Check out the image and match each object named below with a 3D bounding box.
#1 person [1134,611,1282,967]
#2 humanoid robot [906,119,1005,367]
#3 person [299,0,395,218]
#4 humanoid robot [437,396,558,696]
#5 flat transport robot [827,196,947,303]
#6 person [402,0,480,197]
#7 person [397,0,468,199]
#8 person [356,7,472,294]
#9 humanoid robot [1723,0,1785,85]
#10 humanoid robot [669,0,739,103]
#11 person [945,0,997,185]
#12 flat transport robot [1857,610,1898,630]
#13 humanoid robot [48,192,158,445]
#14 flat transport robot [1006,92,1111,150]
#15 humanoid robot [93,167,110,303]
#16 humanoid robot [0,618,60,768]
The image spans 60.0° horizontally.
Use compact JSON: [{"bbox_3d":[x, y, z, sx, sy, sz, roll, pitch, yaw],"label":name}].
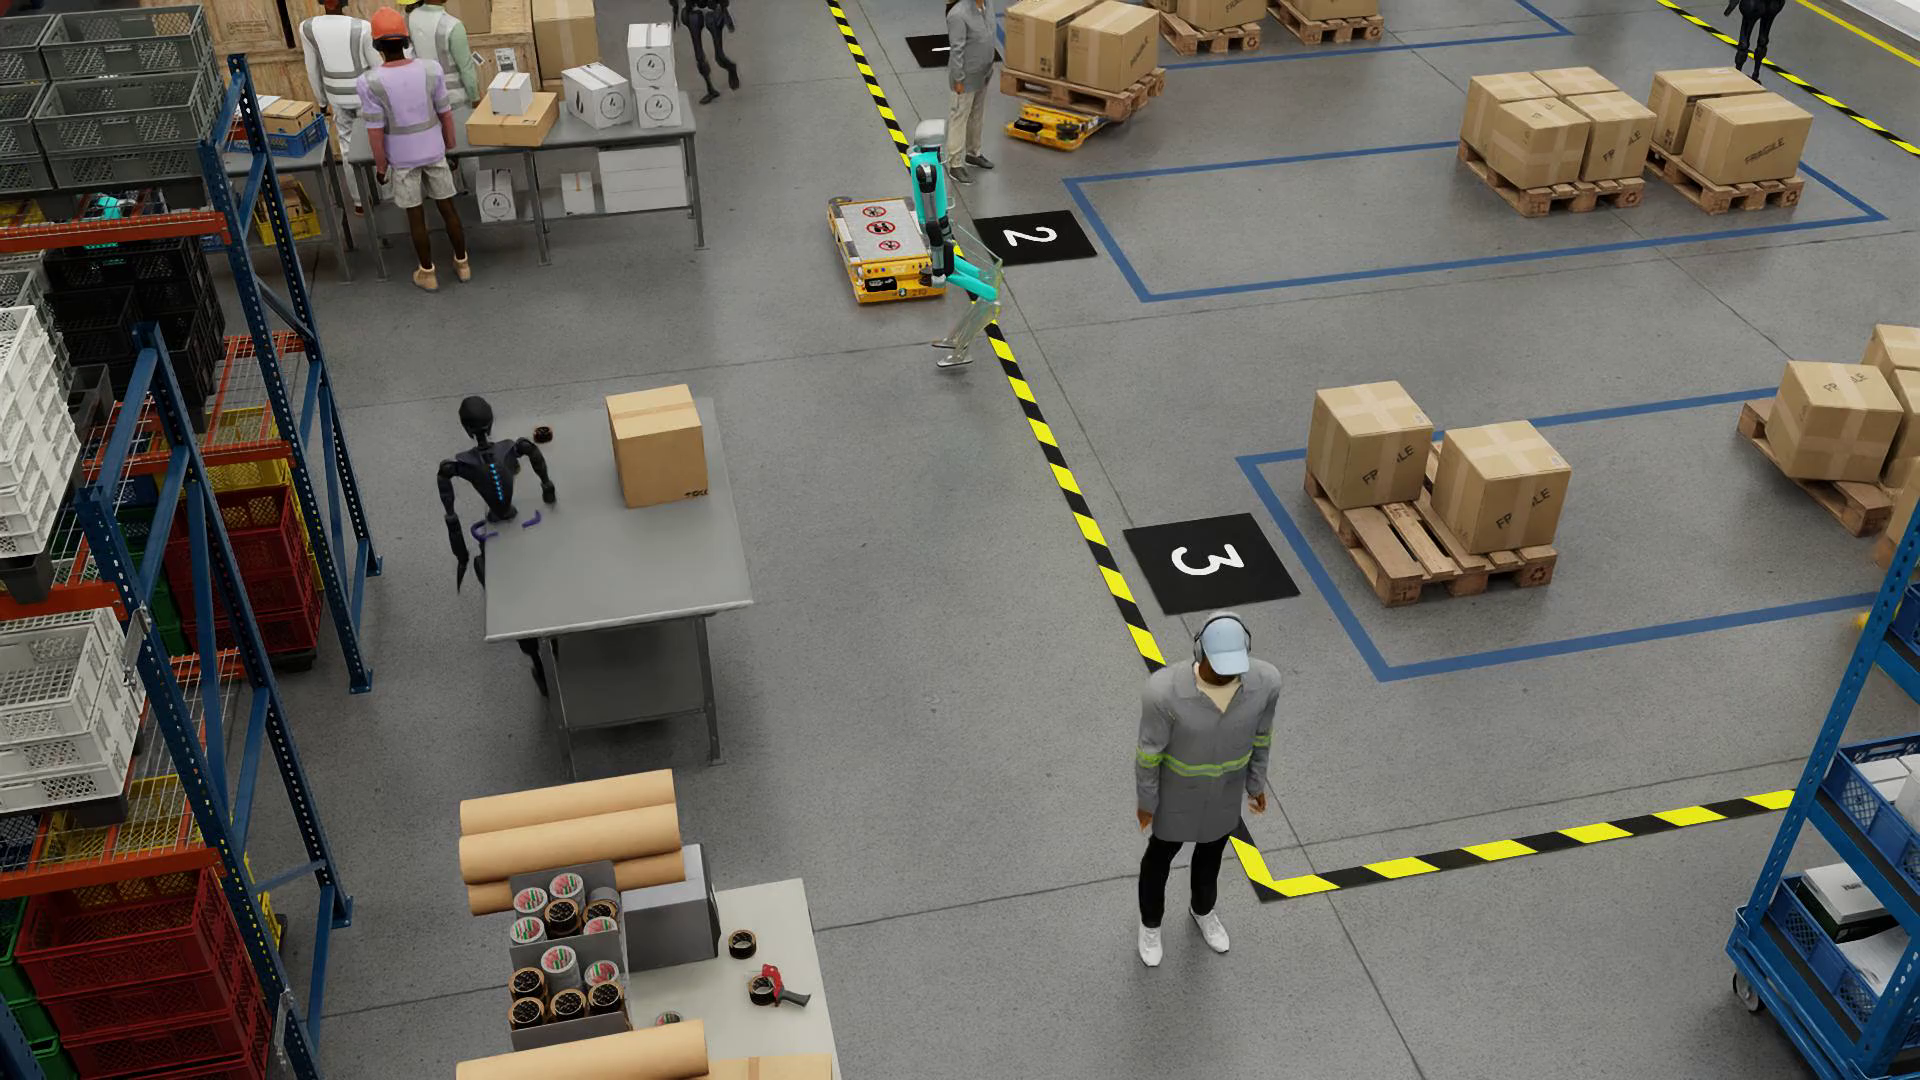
[{"bbox_3d":[0.998,1.029,6.860,0.589,1.862,0.413,-7,37,-9],"label":"person"},{"bbox_3d":[0.032,-1.913,10.786,0.735,1.672,0.533,-2,37,-2],"label":"humanoid robot"},{"bbox_3d":[-4.639,-3.377,12.740,0.584,1.882,0.341,0,37,0],"label":"person"},{"bbox_3d":[-2.256,0.020,8.359,0.609,1.639,0.532,-18,40,-23],"label":"humanoid robot"},{"bbox_3d":[-0.570,-2.220,12.538,0.659,0.231,1.431,-8,37,-10],"label":"flat transport robot"},{"bbox_3d":[-3.916,-3.454,12.792,0.614,1.942,0.406,20,41,24],"label":"person"},{"bbox_3d":[-4.076,-3.468,12.903,0.601,1.830,0.404,6,37,8],"label":"person"},{"bbox_3d":[-3.855,-2.733,11.743,0.608,2.042,0.394,-21,42,-26],"label":"person"},{"bbox_3d":[7.205,-4.902,14.951,0.599,1.655,0.315,-13,39,-17],"label":"humanoid robot"},{"bbox_3d":[-2.247,-4.740,14.747,0.609,1.635,0.508,13,39,17],"label":"humanoid robot"},{"bbox_3d":[0.089,-3.773,13.367,0.399,1.767,0.572,20,41,24],"label":"person"},{"bbox_3d":[5.654,0.480,8.885,1.431,0.197,0.652,-8,37,-10],"label":"flat transport robot"},{"bbox_3d":[-5.083,-1.314,10.005,0.534,1.692,0.739,-5,37,-6],"label":"humanoid robot"},{"bbox_3d":[1.051,-3.840,14.691,0.652,0.197,1.431,21,41,25],"label":"flat transport robot"},{"bbox_3d":[-5.823,-2.047,11.160,0.529,1.653,0.603,4,37,5],"label":"humanoid robot"},{"bbox_3d":[-4.377,0.448,7.609,0.736,1.678,0.533,-3,37,-3],"label":"humanoid robot"}]
